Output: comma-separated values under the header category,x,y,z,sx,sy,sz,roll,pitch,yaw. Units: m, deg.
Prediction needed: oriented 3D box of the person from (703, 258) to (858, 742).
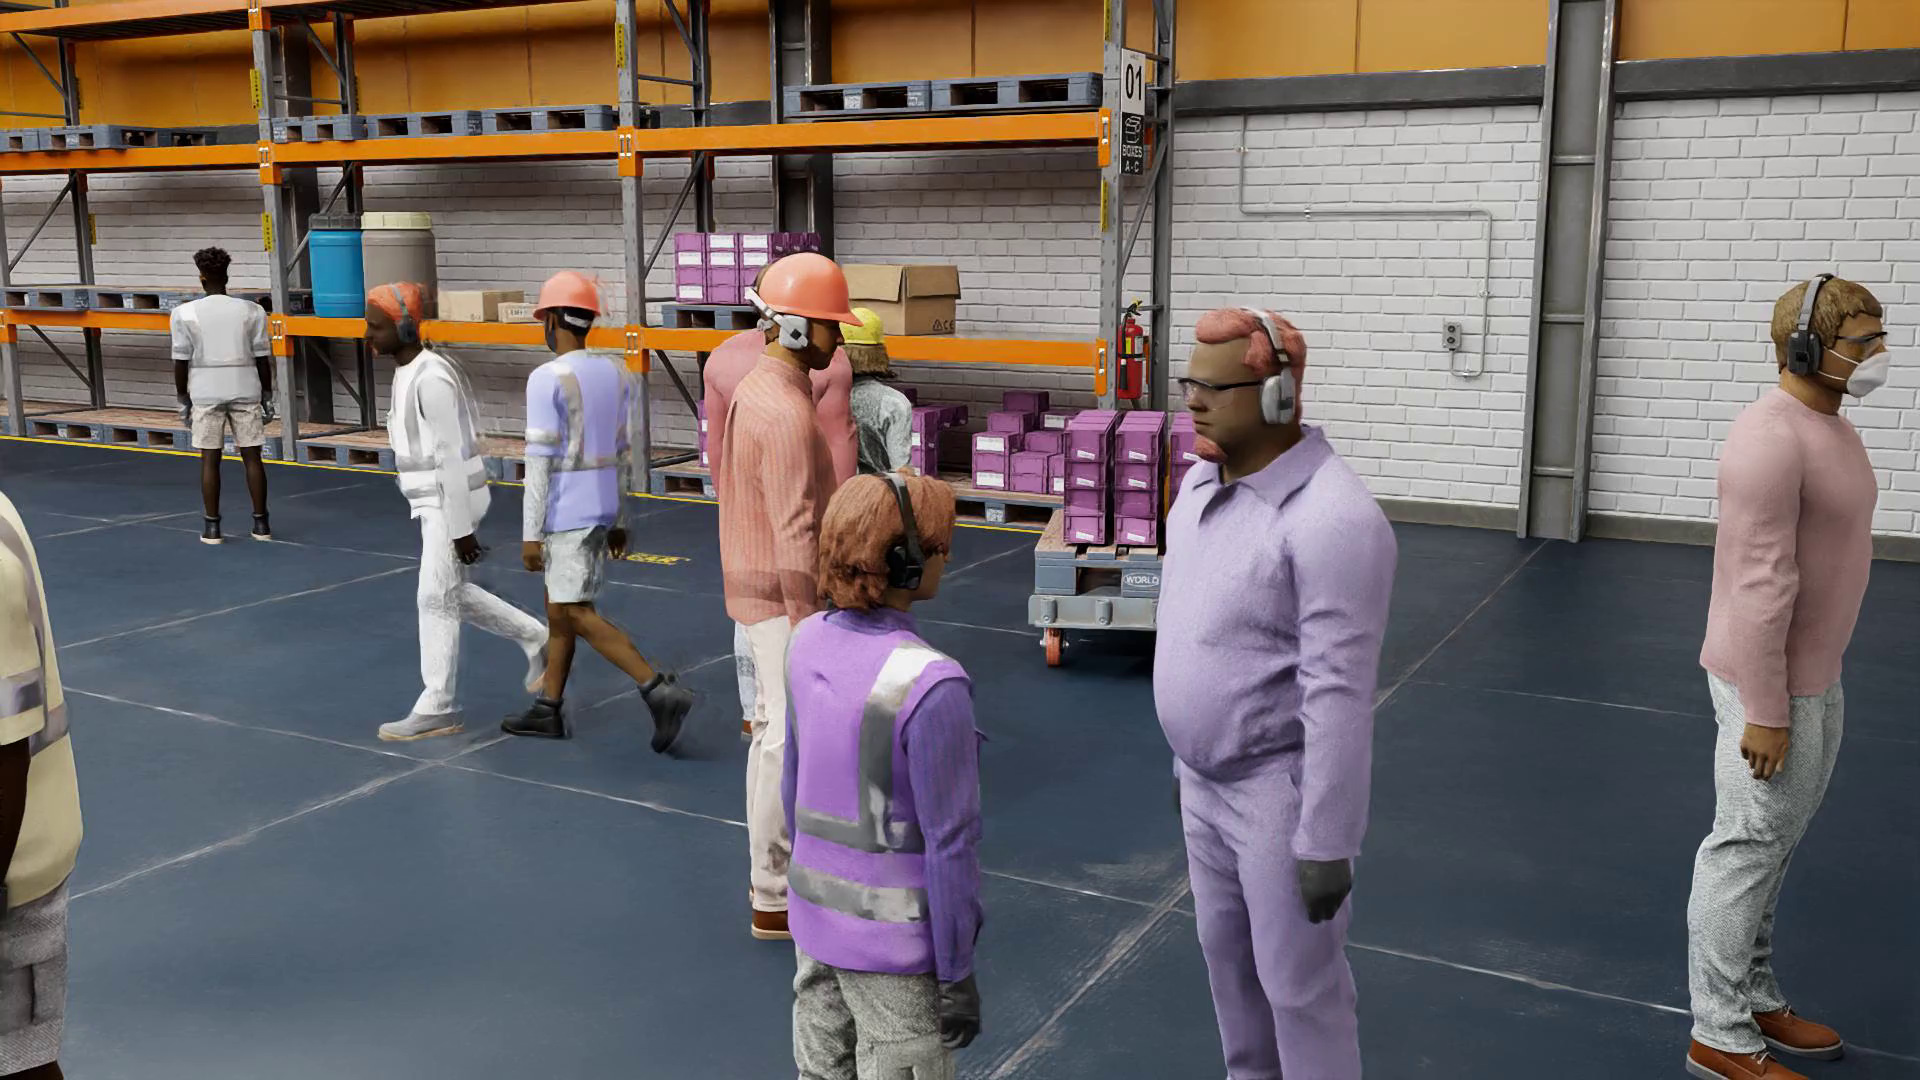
category,x,y,z,sx,sy,sz,roll,pitch,yaw
person,-0.695,-0.138,6.615,0.632,1.938,0.368,3,11,17

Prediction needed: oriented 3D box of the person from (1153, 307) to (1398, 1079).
category,x,y,z,sx,sy,sz,roll,pitch,yaw
person,0.583,0.490,3.313,0.400,1.895,0.657,-4,11,-19

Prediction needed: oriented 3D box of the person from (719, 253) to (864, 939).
category,x,y,z,sx,sy,sz,roll,pitch,yaw
person,-0.477,0.176,4.788,0.411,1.980,0.629,-3,11,-14

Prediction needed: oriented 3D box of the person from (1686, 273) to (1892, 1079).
category,x,y,z,sx,sy,sz,roll,pitch,yaw
person,1.964,0.348,3.947,0.372,1.940,0.631,8,13,37

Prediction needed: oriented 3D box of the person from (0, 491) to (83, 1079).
category,x,y,z,sx,sy,sz,roll,pitch,yaw
person,-1.706,0.542,2.827,0.387,1.958,0.600,-7,12,-33

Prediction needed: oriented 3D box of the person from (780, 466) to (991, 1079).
category,x,y,z,sx,sy,sz,roll,pitch,yaw
person,-0.137,0.692,2.877,0.315,1.640,0.515,-7,13,-35

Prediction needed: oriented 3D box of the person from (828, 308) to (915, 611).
category,x,y,z,sx,sy,sz,roll,pitch,yaw
person,-0.410,-0.079,6.843,0.485,1.737,0.321,3,11,18

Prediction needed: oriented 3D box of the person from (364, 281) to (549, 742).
category,x,y,z,sx,sy,sz,roll,pitch,yaw
person,-1.996,-0.122,6.752,0.744,1.857,0.595,-5,12,-28

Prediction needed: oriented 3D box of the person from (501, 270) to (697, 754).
category,x,y,z,sx,sy,sz,roll,pitch,yaw
person,-1.437,-0.101,6.545,0.884,1.900,0.562,4,11,20

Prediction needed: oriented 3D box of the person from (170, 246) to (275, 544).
category,x,y,z,sx,sy,sz,roll,pitch,yaw
person,-4.873,-0.952,11.022,0.608,1.959,0.365,-5,12,-28
